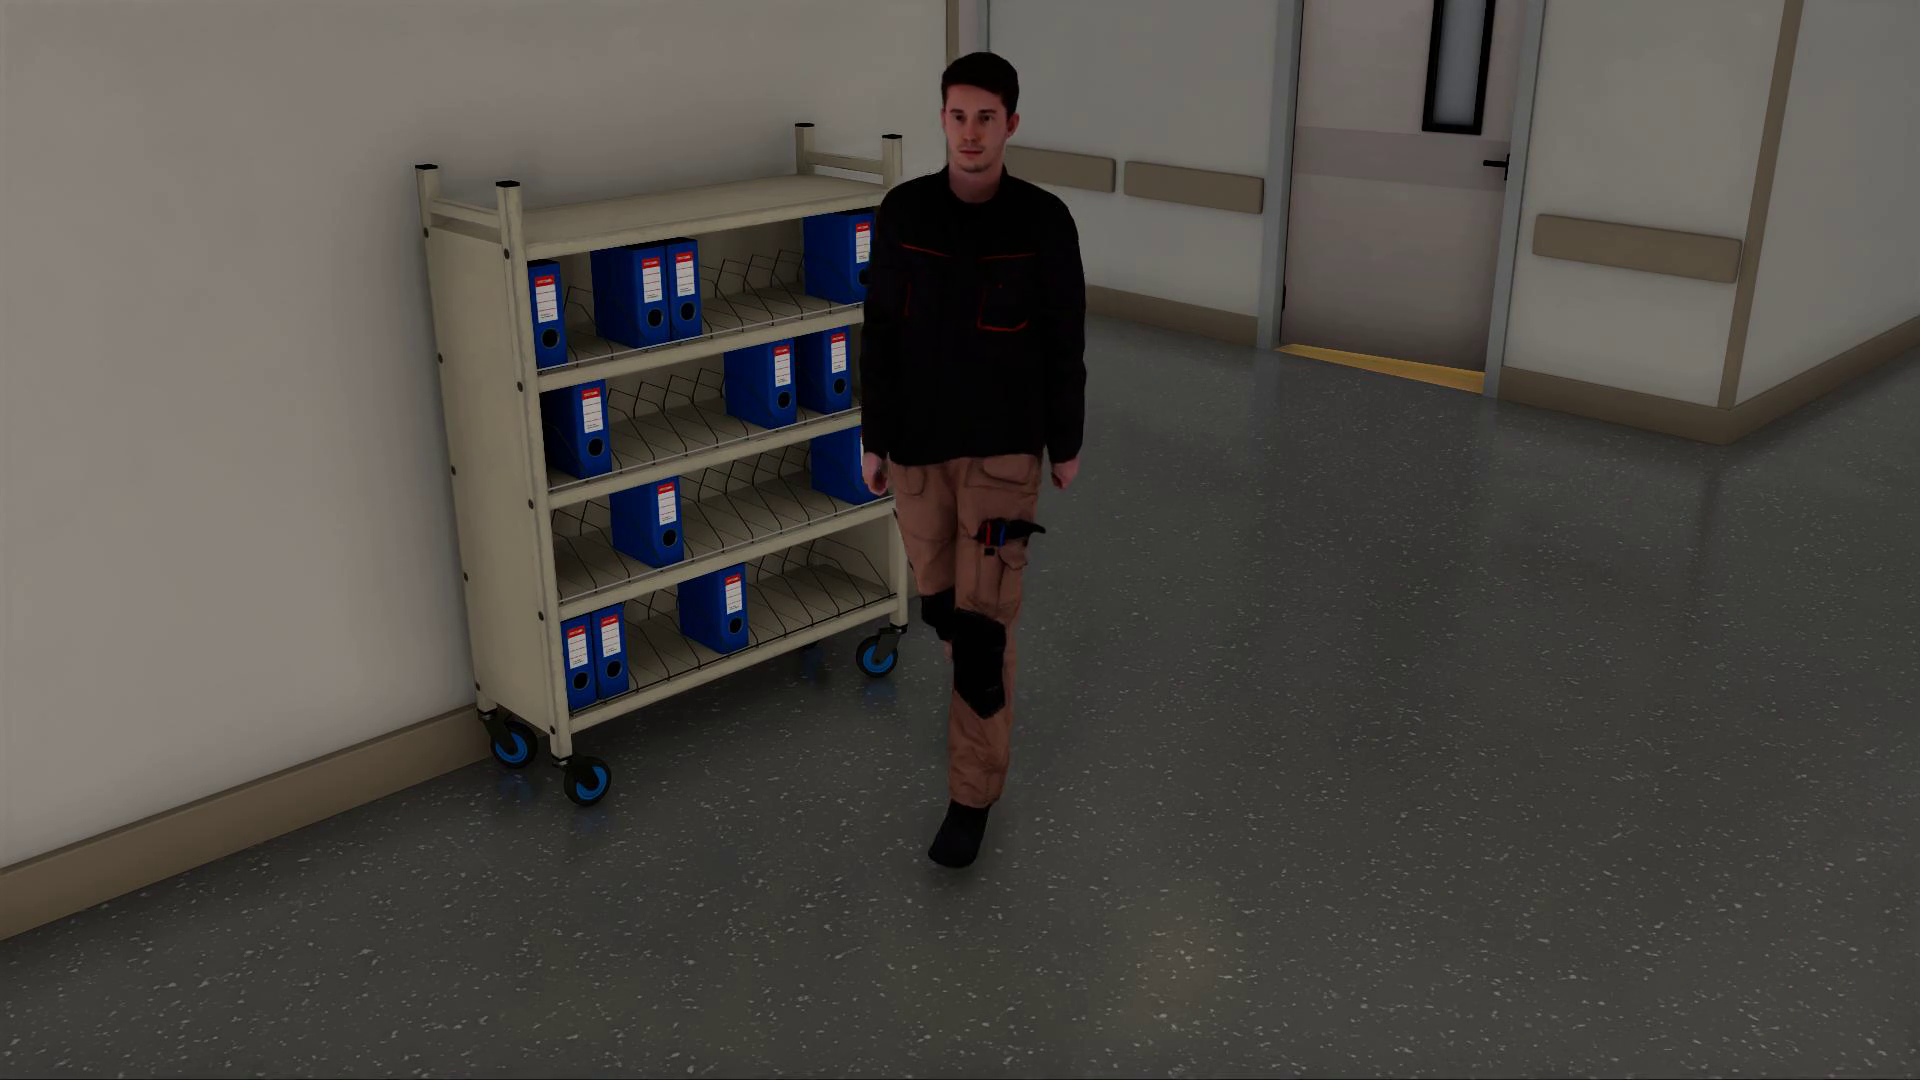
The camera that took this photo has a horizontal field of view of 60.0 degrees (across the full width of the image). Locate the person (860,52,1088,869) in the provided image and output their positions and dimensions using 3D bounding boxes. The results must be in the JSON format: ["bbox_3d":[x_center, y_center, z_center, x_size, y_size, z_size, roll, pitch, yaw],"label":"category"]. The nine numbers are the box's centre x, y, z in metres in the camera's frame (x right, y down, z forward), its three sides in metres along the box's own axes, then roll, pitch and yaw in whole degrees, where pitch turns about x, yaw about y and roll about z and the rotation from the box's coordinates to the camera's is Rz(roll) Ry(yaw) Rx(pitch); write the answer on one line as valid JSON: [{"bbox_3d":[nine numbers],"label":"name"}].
[{"bbox_3d":[0.032,-0.225,4.180,1.077,1.887,1.321,6,22,15],"label":"person"}]
